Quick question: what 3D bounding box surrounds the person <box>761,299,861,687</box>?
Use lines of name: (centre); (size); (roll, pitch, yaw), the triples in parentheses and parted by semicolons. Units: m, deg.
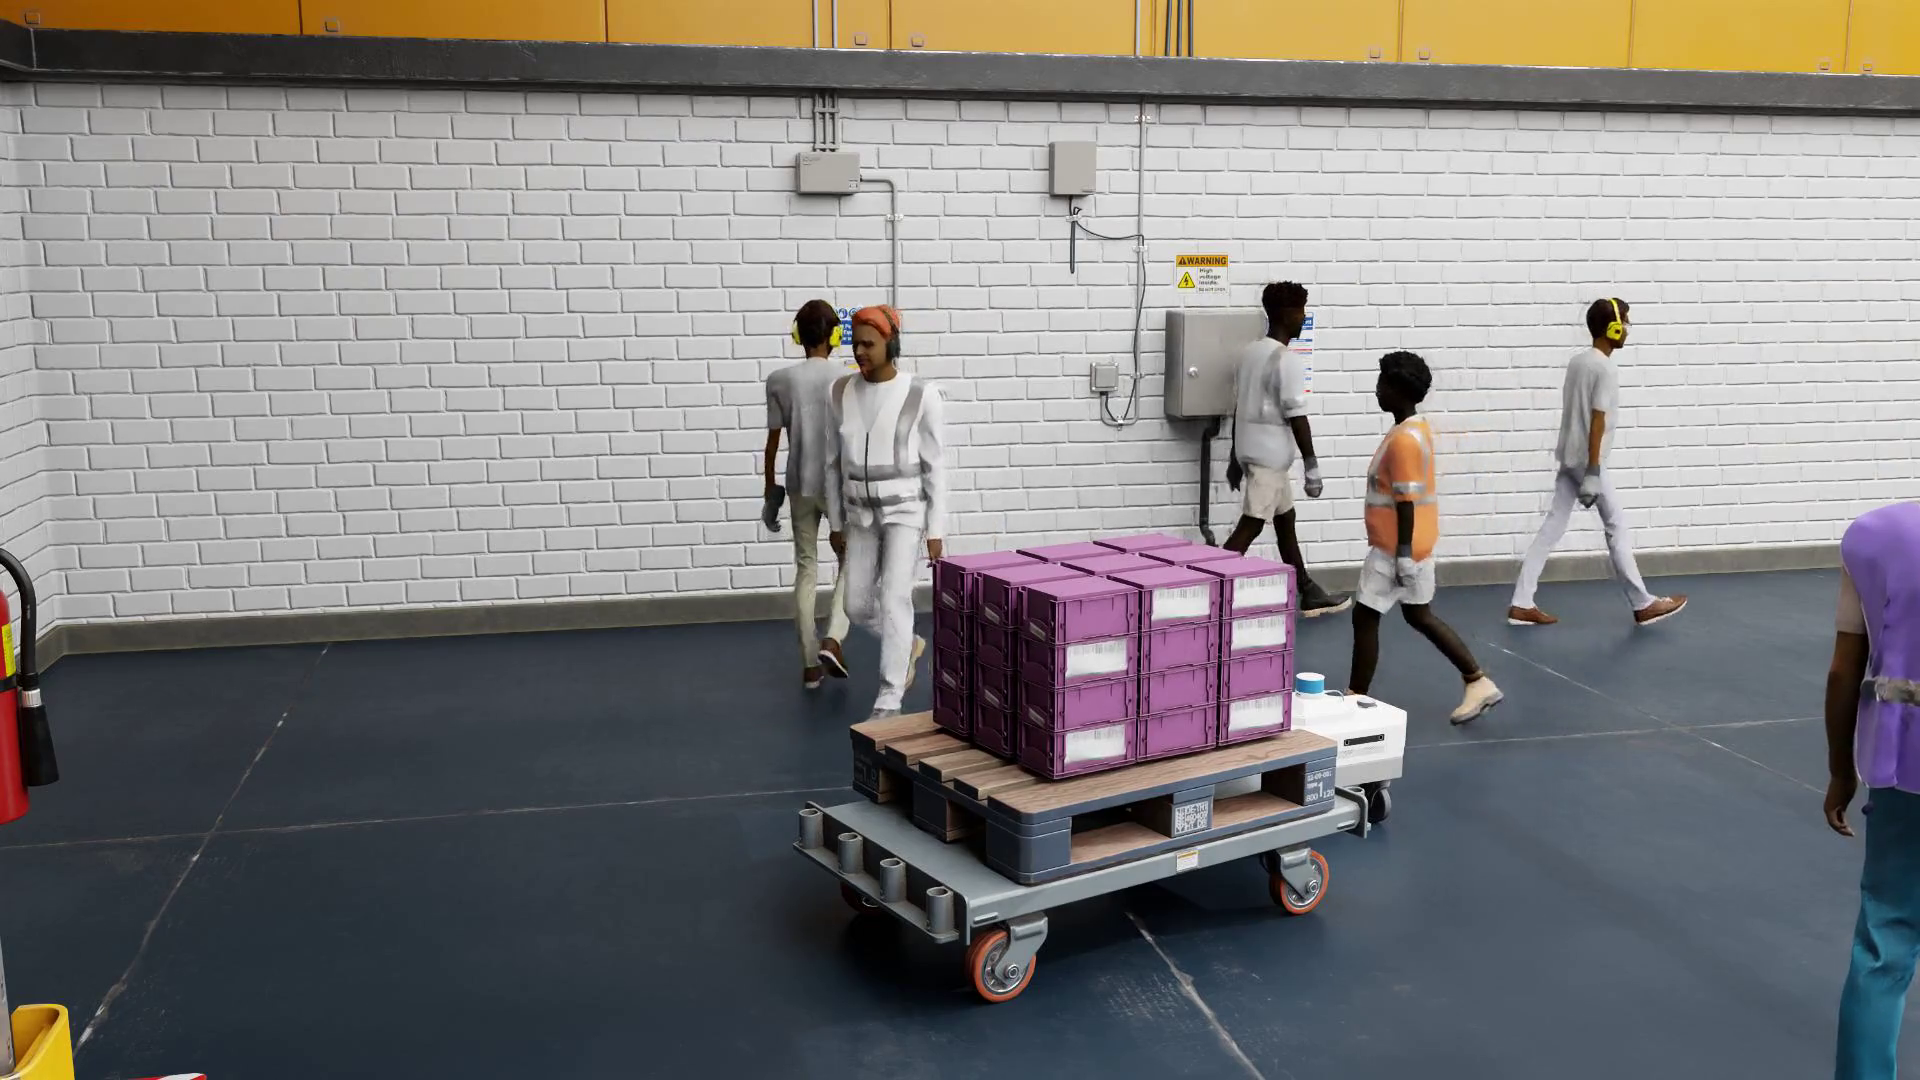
person: (-0.675, -0.212, 7.914); (0.573, 1.850, 0.390); (1, 10, 4)

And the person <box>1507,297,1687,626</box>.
person: (3.505, -0.411, 9.144); (0.991, 1.817, 0.550); (-1, 10, -7)

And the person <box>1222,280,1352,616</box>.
person: (1.731, -0.471, 9.193); (1.005, 1.914, 0.623); (-2, 10, -13)

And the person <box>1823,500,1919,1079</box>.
person: (2.190, 0.563, 3.651); (0.375, 1.843, 0.574); (-9, 13, -40)

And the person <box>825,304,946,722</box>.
person: (-0.299, -0.099, 7.286); (0.582, 1.867, 0.631); (6, 12, 28)

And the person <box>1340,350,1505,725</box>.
person: (1.984, 0.013, 7.208); (0.785, 1.666, 0.544); (4, 11, 22)

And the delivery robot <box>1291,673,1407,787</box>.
delivery robot: (1.269, 0.727, 6.058); (0.707, 0.478, 0.477); (-5, 11, -24)
